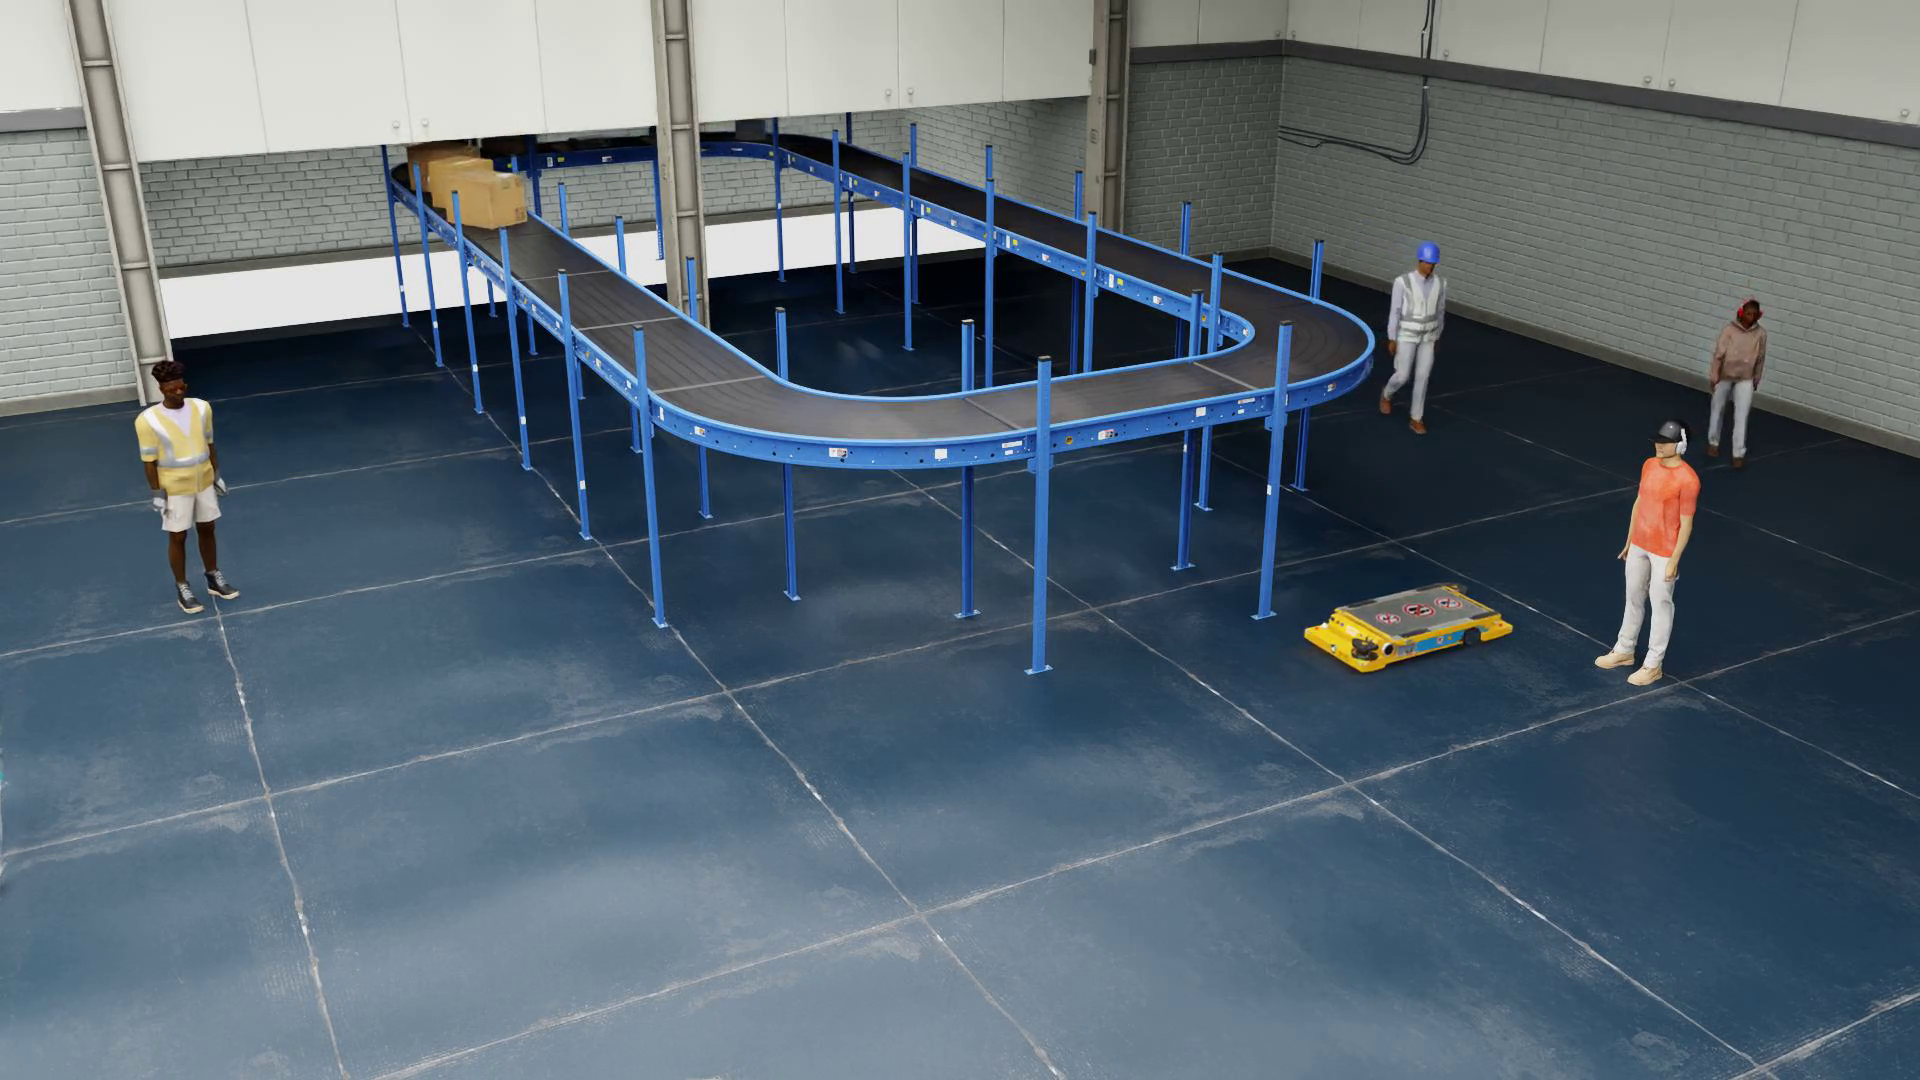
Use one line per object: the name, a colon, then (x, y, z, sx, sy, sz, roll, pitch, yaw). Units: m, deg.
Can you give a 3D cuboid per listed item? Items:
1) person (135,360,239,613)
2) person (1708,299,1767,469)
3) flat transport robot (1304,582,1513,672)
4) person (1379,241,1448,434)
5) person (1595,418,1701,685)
person: (-5.889, -0.430, 12.679, 0.369, 1.964, 0.607, 14, 26, 31)
person: (7.345, -1.486, 15.755, 0.469, 1.612, 0.834, 7, 23, 17)
flat transport robot: (3.324, 0.637, 12.301, 1.431, 0.231, 0.659, -11, 25, -25)
person: (4.576, -2.061, 16.750, 0.618, 1.934, 0.615, -5, 23, -12)
person: (4.789, 0.075, 11.503, 0.389, 1.912, 0.477, -10, 24, -23)
